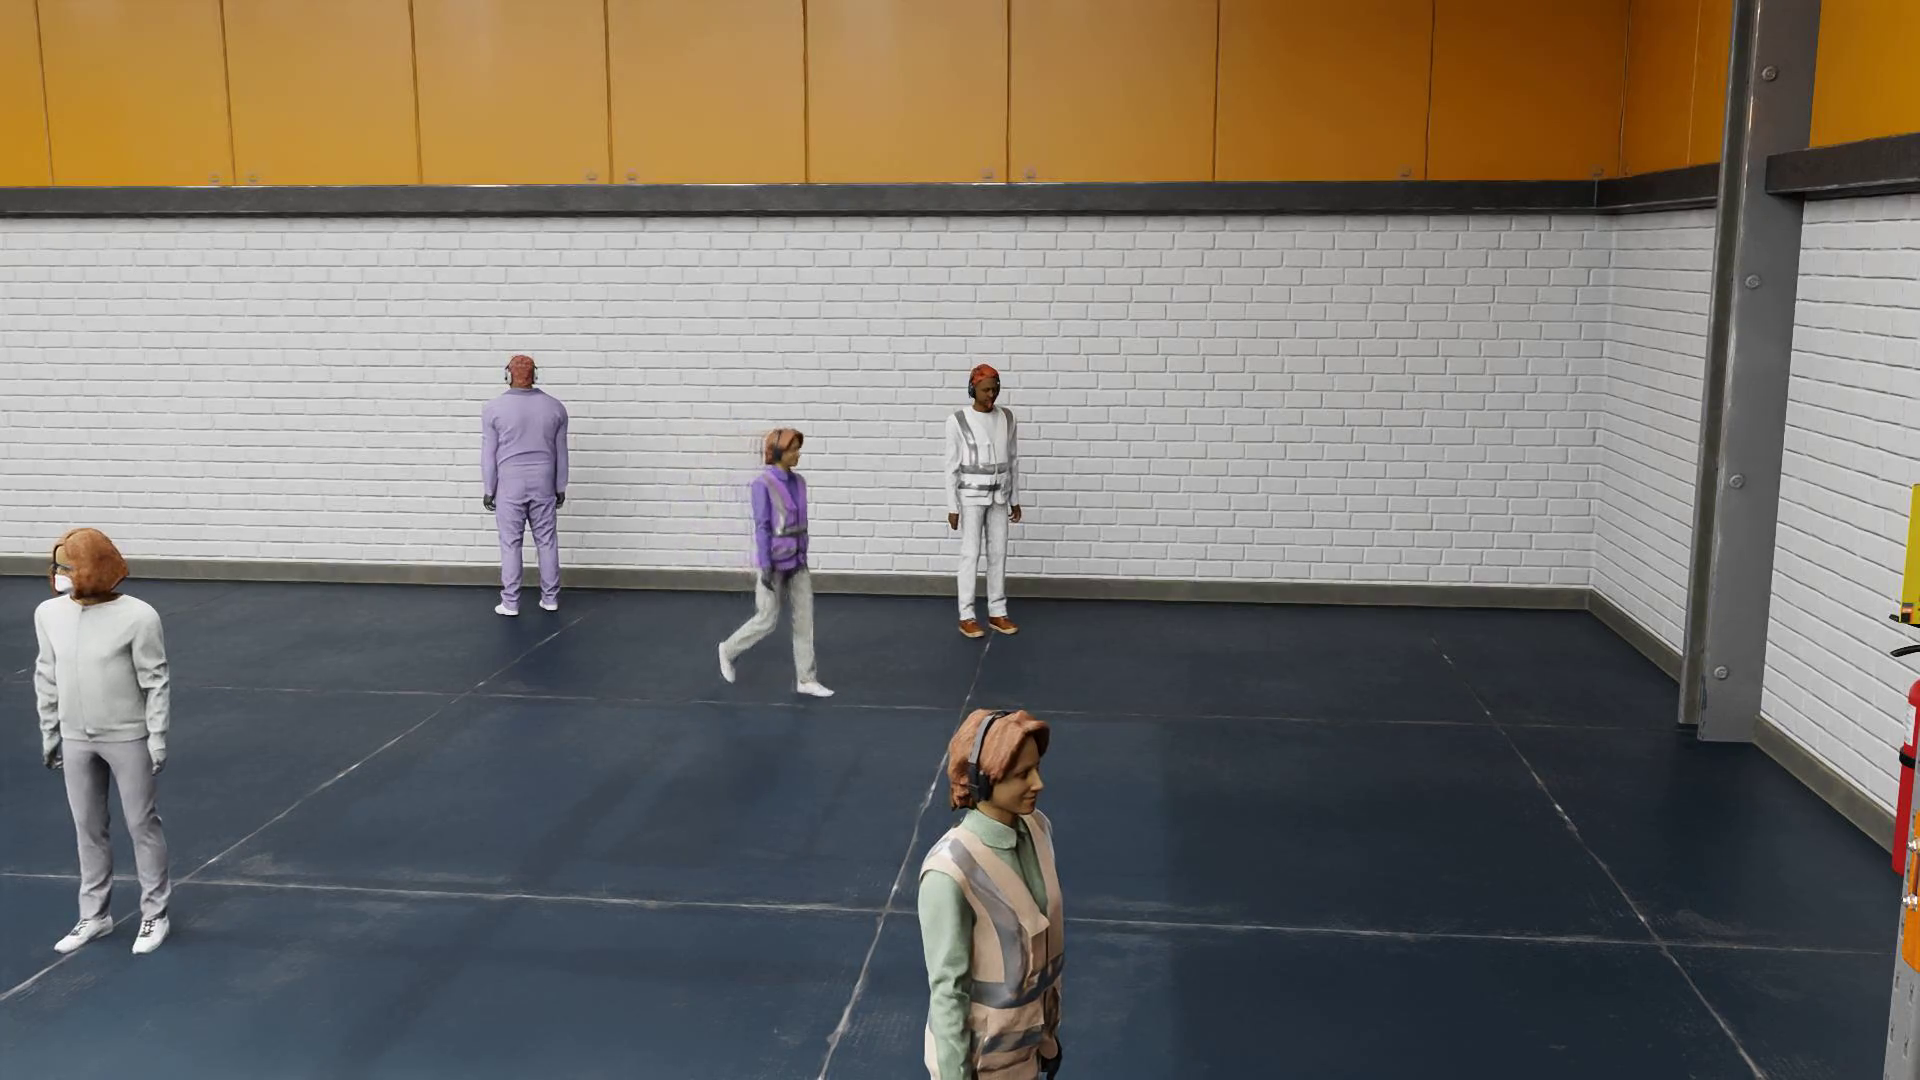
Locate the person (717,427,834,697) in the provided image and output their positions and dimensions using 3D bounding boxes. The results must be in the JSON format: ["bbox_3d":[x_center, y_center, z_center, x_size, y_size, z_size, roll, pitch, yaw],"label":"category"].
[{"bbox_3d":[-1.107,0.129,9.875,0.682,1.615,0.518,6,12,31],"label":"person"}]

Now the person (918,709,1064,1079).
[{"bbox_3d":[0.075,1.182,3.793,0.307,1.641,0.513,5,11,26],"label":"person"}]

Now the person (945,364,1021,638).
[{"bbox_3d":[0.159,-0.269,11.425,0.586,1.879,0.358,-6,12,-33],"label":"person"}]

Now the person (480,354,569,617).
[{"bbox_3d":[-3.167,-0.396,12.097,0.638,1.900,0.404,-7,12,-33],"label":"person"}]

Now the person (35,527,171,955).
[{"bbox_3d":[-3.214,0.756,6.251,0.502,1.631,0.286,1,10,6],"label":"person"}]
